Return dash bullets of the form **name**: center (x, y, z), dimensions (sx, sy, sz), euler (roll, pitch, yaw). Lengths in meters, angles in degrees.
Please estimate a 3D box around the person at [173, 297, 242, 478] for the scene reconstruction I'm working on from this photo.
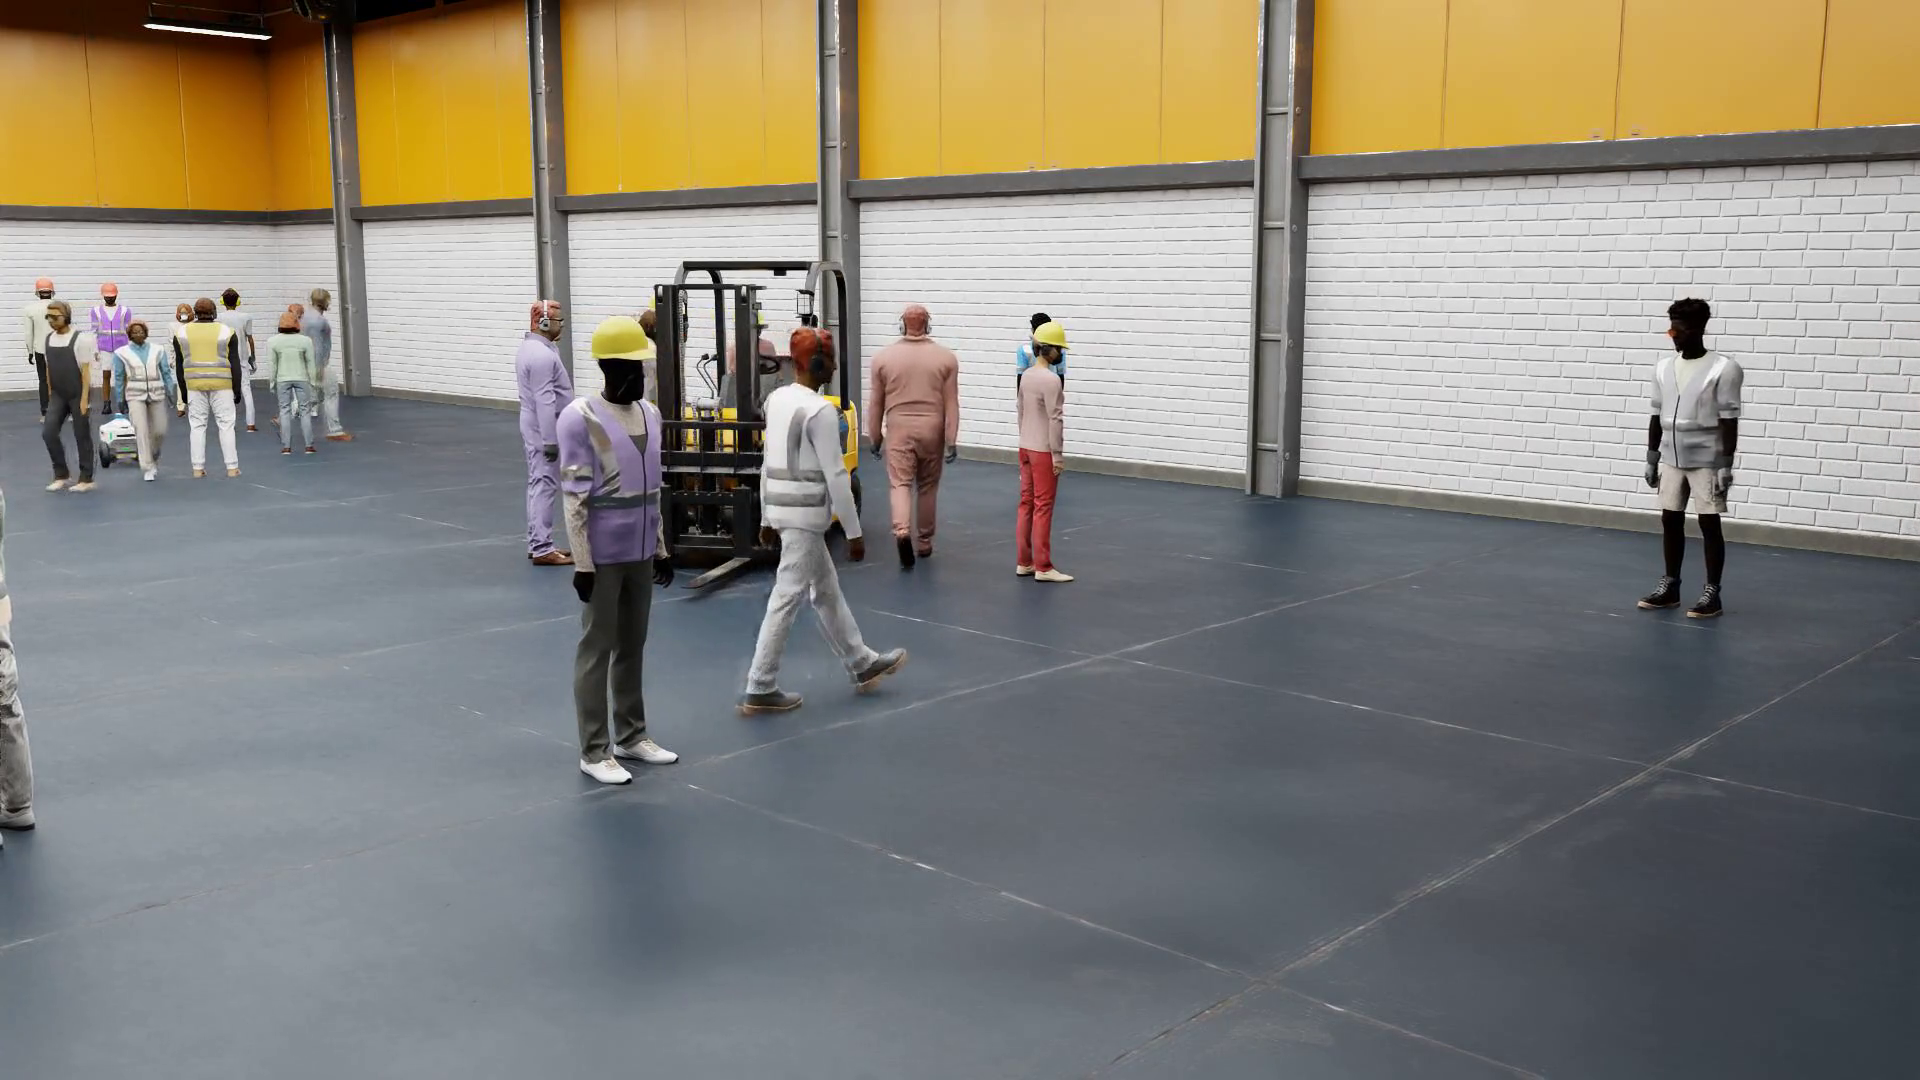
- **person**: center (-7.648, -1.549, 16.969), dimensions (0.621, 1.835, 0.430), euler (-2, 10, -13)

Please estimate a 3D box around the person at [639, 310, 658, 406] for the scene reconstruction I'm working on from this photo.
- **person**: center (-2.553, -0.981, 13.615), dimensions (0.941, 1.782, 0.641), euler (-5, 10, -26)

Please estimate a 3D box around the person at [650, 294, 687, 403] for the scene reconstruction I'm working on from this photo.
- **person**: center (-2.610, -1.230, 14.699), dimensions (0.384, 1.925, 0.593), euler (7, 11, 36)

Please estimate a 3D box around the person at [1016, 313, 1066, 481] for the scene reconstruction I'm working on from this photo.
- **person**: center (0.805, -1.412, 16.548), dimensions (0.536, 1.690, 0.321), euler (-3, 10, -18)

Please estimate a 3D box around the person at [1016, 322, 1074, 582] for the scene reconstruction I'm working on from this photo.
- **person**: center (0.572, -0.595, 11.326), dimensions (0.337, 1.760, 0.526), euler (-4, 10, -23)

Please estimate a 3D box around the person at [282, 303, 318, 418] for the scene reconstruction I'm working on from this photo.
- **person**: center (-9.367, -2.543, 23.635), dimensions (0.308, 1.638, 0.511), euler (8, 12, 40)

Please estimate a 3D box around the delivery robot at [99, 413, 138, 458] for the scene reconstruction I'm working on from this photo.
- **delivery robot**: center (-9.074, -1.128, 17.988), dimensions (0.477, 0.478, 0.707), euler (-6, 11, -34)

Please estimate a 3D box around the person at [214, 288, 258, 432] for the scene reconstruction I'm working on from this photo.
- **person**: center (-9.399, -2.317, 21.572), dimensions (0.509, 1.862, 0.328), euler (-4, 10, -25)

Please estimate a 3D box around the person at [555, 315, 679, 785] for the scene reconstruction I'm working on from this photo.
- **person**: center (-1.412, 0.034, 6.950), dimensions (0.377, 1.929, 0.585), euler (5, 11, 28)

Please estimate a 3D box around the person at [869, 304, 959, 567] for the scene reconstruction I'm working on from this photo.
- **person**: center (-0.331, -0.753, 11.959), dimensions (0.653, 1.883, 0.872), euler (0, 9, -1)

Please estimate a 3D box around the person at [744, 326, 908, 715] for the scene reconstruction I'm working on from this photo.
- **person**: center (-0.638, -0.097, 8.007), dimensions (0.967, 1.835, 0.610), euler (-5, 11, -28)

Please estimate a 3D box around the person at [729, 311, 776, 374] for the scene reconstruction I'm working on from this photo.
- **person**: center (-2.135, -1.502, 17.011), dimensions (0.528, 1.721, 0.894), euler (-9, 13, -44)

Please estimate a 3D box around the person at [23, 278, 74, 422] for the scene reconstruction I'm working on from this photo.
- **person**: center (-12.604, -2.628, 23.058), dimensions (0.612, 1.997, 0.375), euler (-6, 11, -31)

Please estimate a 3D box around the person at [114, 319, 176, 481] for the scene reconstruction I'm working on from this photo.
- **person**: center (-8.231, -1.421, 16.800), dimensions (0.532, 1.616, 0.662), euler (-7, 12, -38)

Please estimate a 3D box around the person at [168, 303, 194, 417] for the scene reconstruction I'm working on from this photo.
- **person**: center (-11.077, -2.575, 23.849), dimensions (0.499, 1.632, 0.281), euler (-3, 10, -16)

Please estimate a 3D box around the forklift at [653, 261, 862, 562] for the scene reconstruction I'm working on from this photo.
- **forklift**: center (-1.552, -1.040, 12.721), dimensions (1.214, 2.155, 2.313), euler (2, 9, 11)

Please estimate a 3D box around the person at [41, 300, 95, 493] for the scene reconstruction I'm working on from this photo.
- **person**: center (-8.418, -1.330, 15.640), dimensions (0.508, 1.829, 0.562), euler (1, 9, 6)

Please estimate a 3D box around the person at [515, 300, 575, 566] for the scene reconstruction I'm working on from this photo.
- **person**: center (-2.962, -0.768, 11.962), dimensions (0.402, 1.901, 0.647), euler (-4, 10, -21)

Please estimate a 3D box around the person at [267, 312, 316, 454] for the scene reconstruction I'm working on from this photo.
- **person**: center (-7.656, -1.797, 19.077), dimensions (0.507, 1.631, 0.268), euler (-4, 10, -21)

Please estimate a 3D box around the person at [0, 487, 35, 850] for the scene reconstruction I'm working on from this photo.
- **person**: center (-3.632, 0.324, 6.053), dimensions (0.312, 1.639, 0.520), euler (0, 9, 1)

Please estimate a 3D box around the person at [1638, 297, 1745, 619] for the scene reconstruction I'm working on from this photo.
- **person**: center (4.460, -0.495, 10.156), dimensions (0.406, 1.954, 0.626), euler (-5, 10, -28)

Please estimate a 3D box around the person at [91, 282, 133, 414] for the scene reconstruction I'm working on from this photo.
- **person**: center (-12.394, -2.805, 24.344), dimensions (0.543, 1.933, 0.364), euler (-4, 10, -25)

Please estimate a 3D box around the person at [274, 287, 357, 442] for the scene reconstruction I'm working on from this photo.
- **person**: center (-7.881, -2.114, 20.214), dimensions (0.860, 1.909, 0.628), euler (-5, 10, -28)
